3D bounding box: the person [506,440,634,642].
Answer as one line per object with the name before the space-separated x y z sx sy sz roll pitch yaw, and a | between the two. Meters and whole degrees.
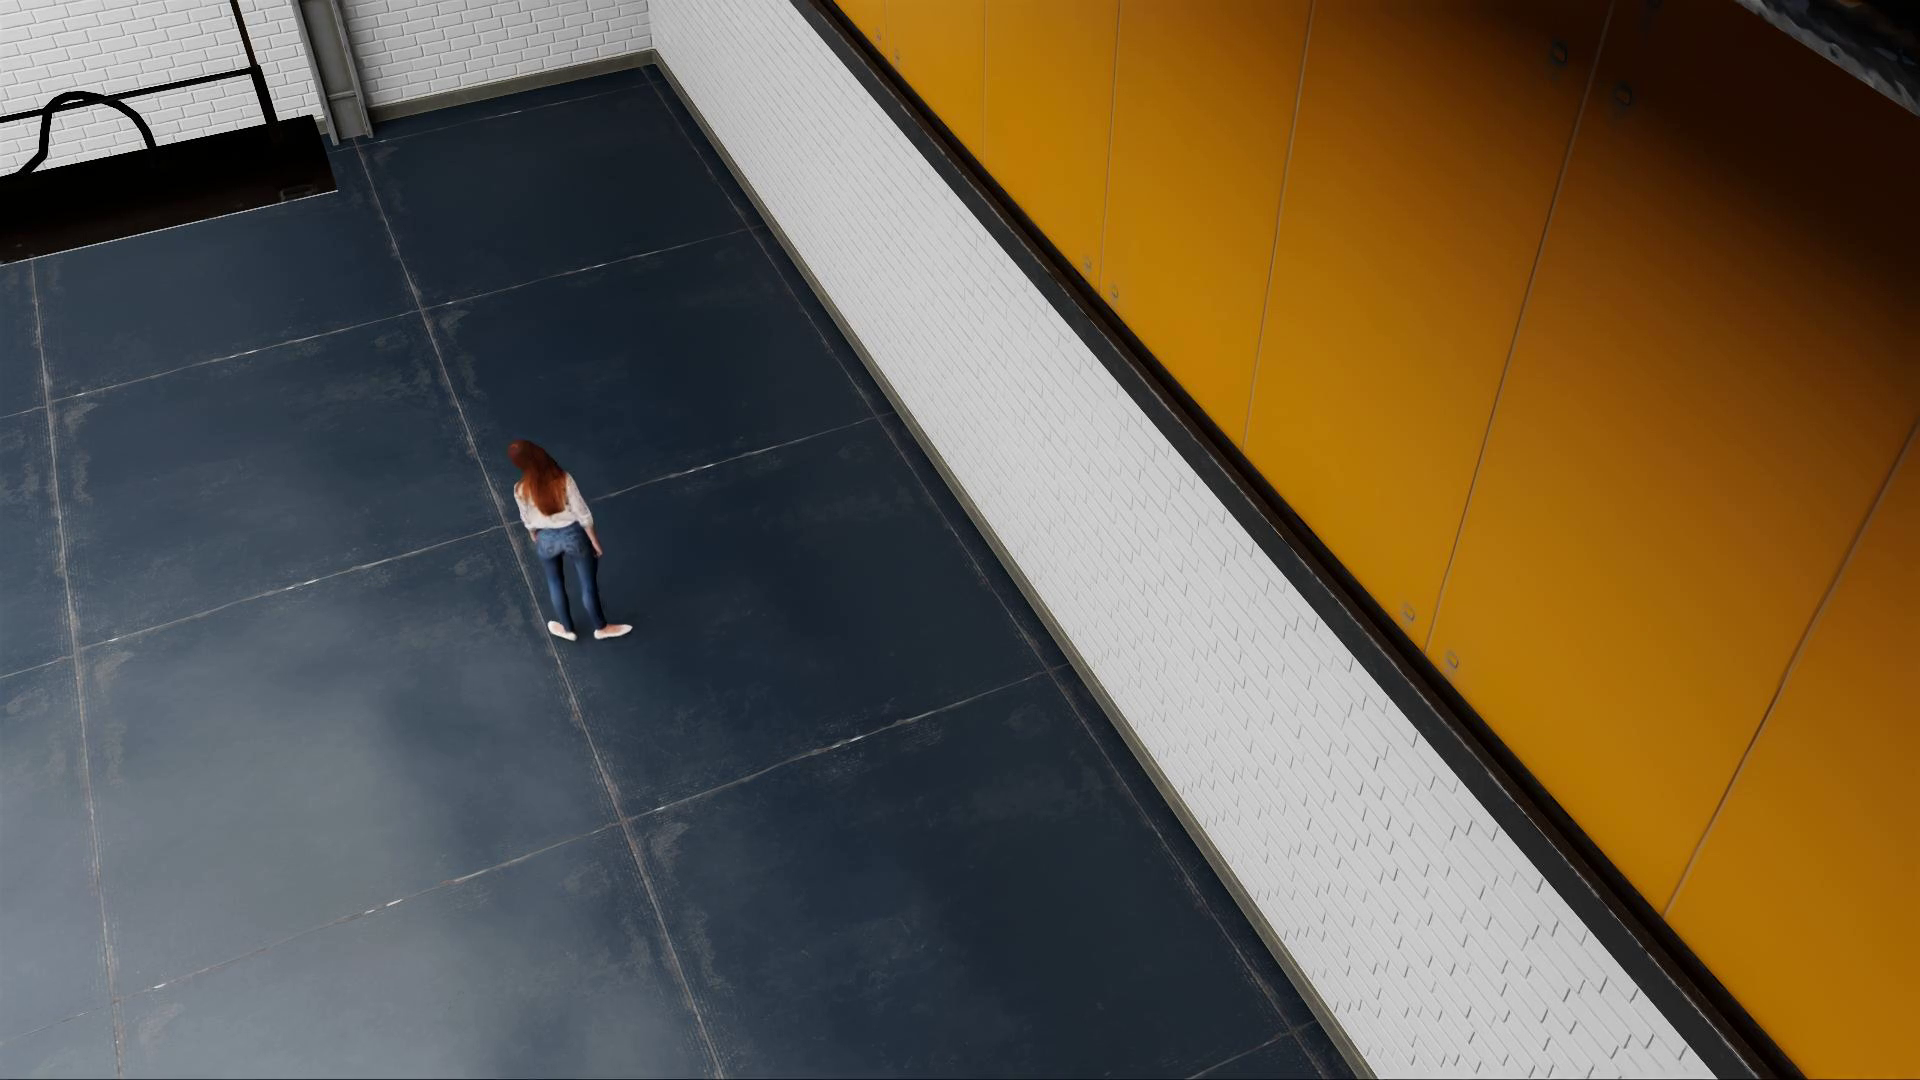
person | -2.565 0.028 10.996 0.635 1.699 0.865 6 44 6
